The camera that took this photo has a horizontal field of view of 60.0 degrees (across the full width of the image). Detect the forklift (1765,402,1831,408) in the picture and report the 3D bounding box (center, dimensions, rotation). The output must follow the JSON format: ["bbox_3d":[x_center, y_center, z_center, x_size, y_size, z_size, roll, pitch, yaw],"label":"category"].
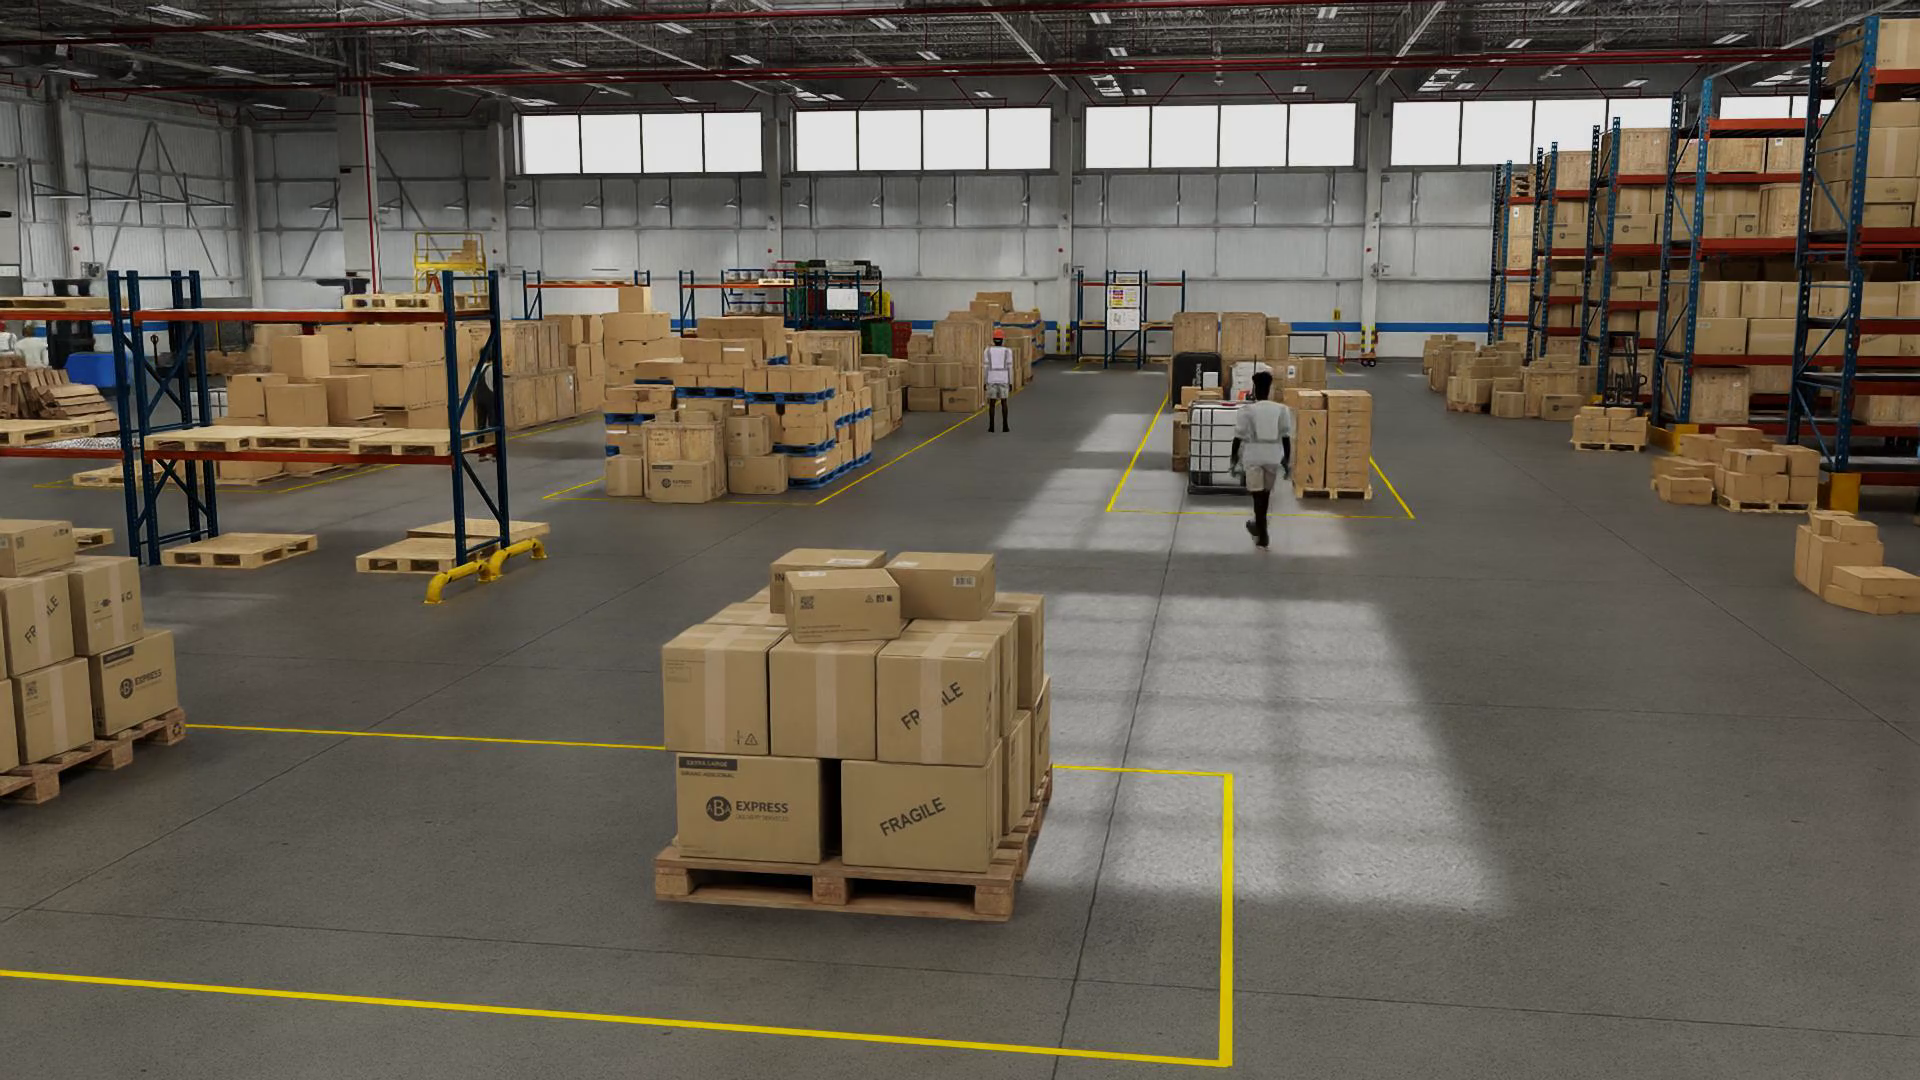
[{"bbox_3d":[18.254,-4.353,36.760,1.873,2.768,1.129,1,9,9],"label":"forklift"}]

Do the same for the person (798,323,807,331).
[{"bbox_3d":[-3.359,-3.687,35.636,0.616,1.907,0.454,1,9,8],"label":"person"}]

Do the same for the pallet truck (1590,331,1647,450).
[{"bbox_3d":[11.253,-2.573,28.499,0.823,1.965,1.885,5,10,27],"label":"pallet truck"}]

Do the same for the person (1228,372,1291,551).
[{"bbox_3d":[3.271,-0.884,18.306,0.634,1.915,0.973,-2,9,-11],"label":"person"}]

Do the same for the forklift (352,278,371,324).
[{"bbox_3d":[-15.667,-5.468,43.635,1.873,2.768,1.129,-3,10,-17],"label":"forklift"}]

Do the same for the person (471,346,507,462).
[{"bbox_3d":[-7.494,-2.150,26.359,0.506,1.846,0.349,3,10,17],"label":"person"}]

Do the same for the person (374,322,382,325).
[{"bbox_3d":[-14.893,-4.864,42.921,0.636,1.913,0.919,5,11,30],"label":"person"}]

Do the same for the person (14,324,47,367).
[{"bbox_3d":[-19.264,-3.517,34.550,0.534,1.924,0.633,8,12,41],"label":"person"}]

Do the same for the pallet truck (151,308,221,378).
[{"bbox_3d":[-21.869,-5.598,47.154,0.823,1.965,1.885,4,10,26],"label":"pallet truck"}]

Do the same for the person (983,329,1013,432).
[{"bbox_3d":[0.713,-2.991,31.262,0.552,1.935,0.367,0,9,1],"label":"person"}]

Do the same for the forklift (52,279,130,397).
[{"bbox_3d":[-20.829,-4.752,39.222,1.873,2.768,1.129,1,9,9],"label":"forklift"}]

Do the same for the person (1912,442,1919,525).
[{"bbox_3d":[11.503,-0.988,19.644,0.317,1.695,0.540,2,9,13],"label":"person"}]

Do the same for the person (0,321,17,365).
[{"bbox_3d":[-22.307,-4.201,38.941,0.667,1.858,0.569,-3,10,-19],"label":"person"}]
